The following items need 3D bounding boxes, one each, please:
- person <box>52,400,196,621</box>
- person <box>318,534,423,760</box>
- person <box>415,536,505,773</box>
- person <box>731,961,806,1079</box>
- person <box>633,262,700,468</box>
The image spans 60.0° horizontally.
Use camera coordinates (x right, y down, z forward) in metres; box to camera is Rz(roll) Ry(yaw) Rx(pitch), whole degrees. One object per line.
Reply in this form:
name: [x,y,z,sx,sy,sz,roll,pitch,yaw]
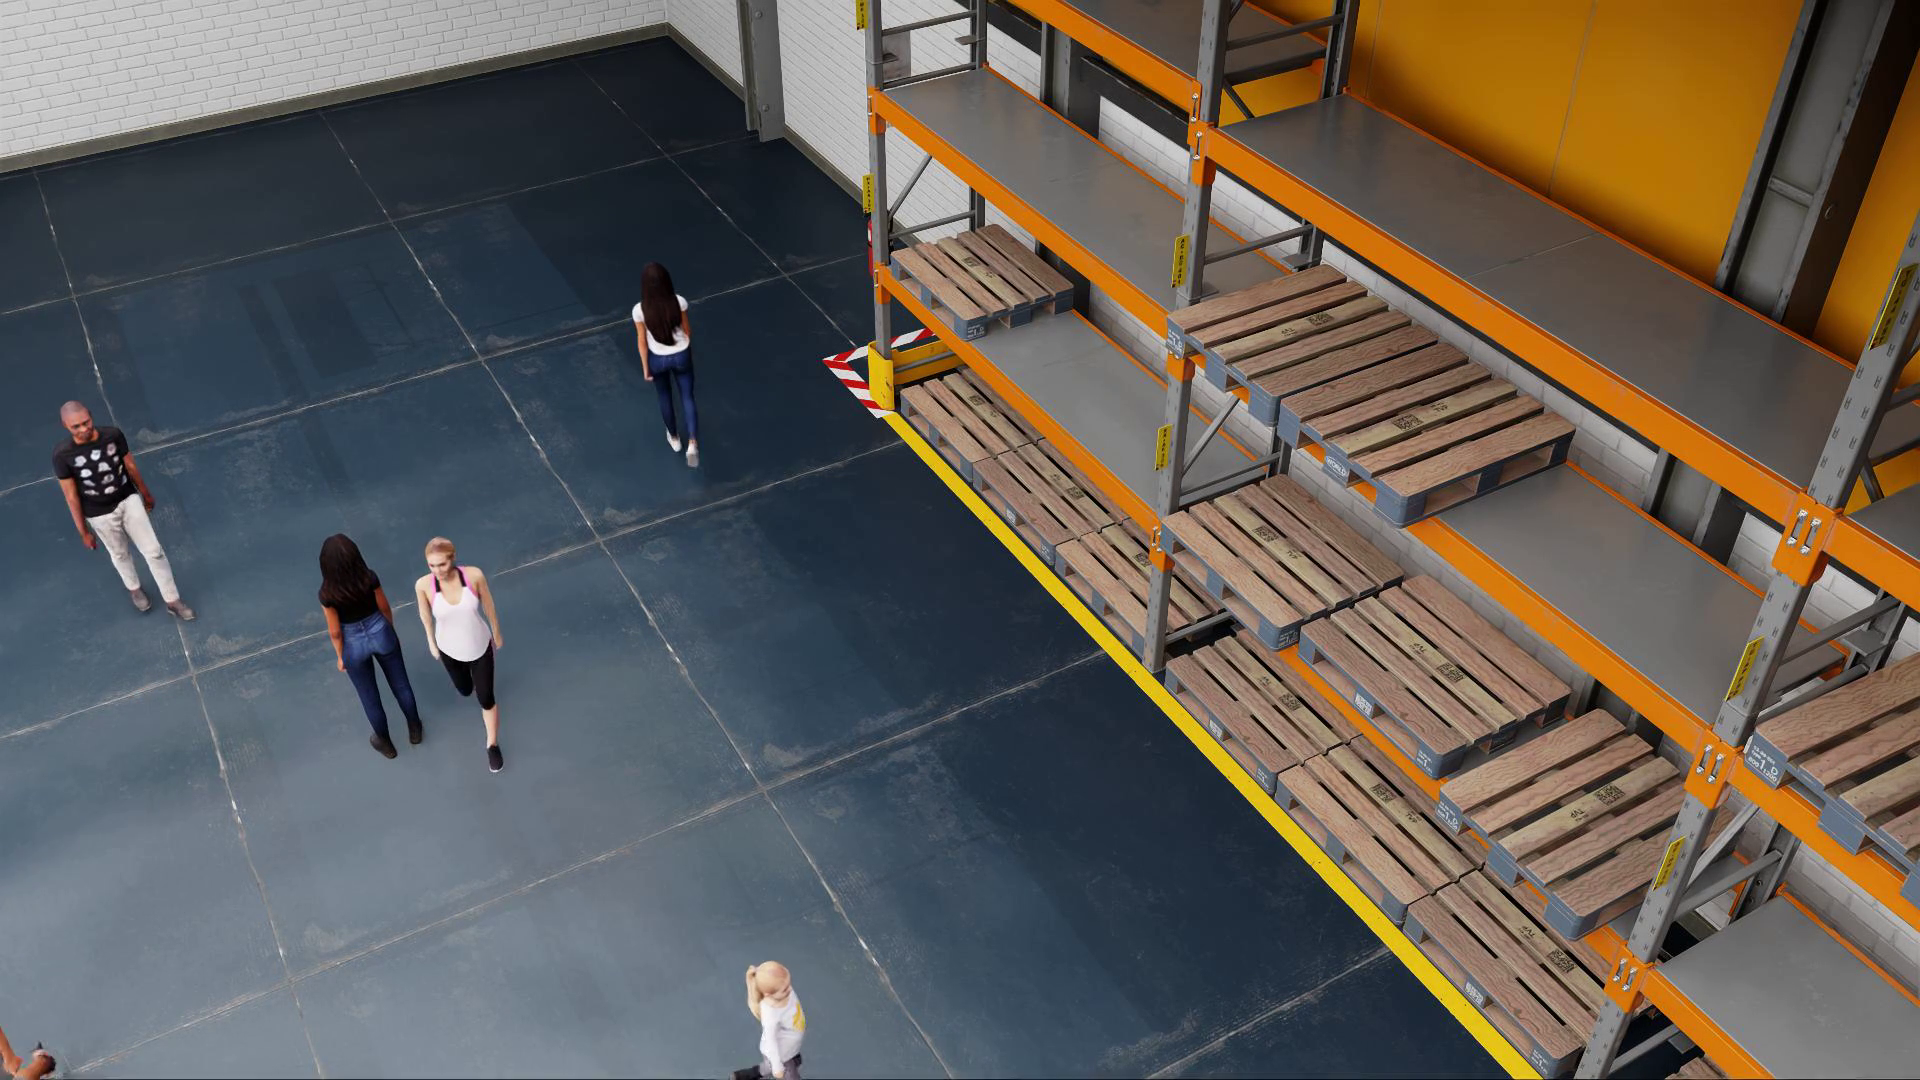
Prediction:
person: [-6.000,-0.260,11.725,0.814,1.784,1.003,-29,47,-31]
person: [-3.759,0.682,10.583,0.582,1.739,0.552,-24,44,-27]
person: [-3.162,0.626,10.628,0.773,1.768,1.092,-10,40,-12]
person: [-0.973,2.593,8.567,0.793,1.267,0.767,5,39,6]
person: [-2.262,-1.349,13.112,0.760,1.755,1.031,-10,40,-13]
